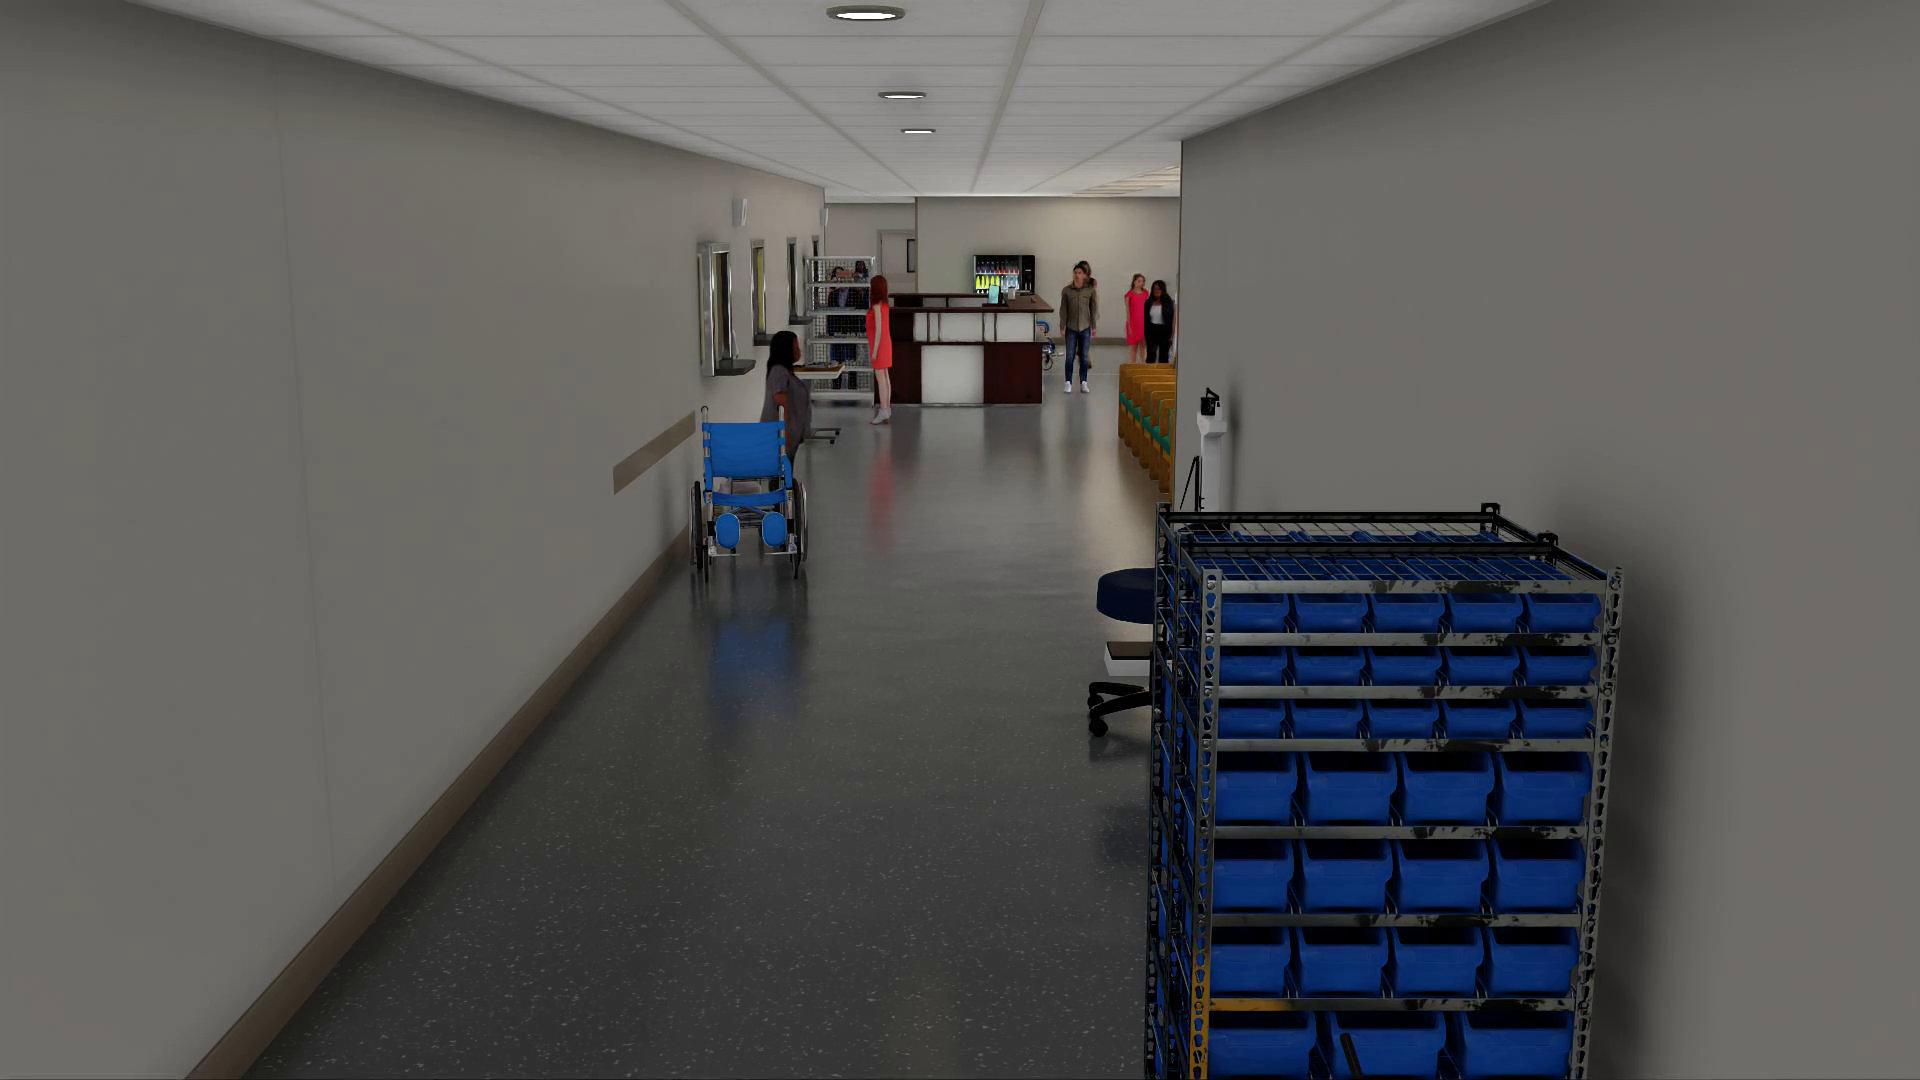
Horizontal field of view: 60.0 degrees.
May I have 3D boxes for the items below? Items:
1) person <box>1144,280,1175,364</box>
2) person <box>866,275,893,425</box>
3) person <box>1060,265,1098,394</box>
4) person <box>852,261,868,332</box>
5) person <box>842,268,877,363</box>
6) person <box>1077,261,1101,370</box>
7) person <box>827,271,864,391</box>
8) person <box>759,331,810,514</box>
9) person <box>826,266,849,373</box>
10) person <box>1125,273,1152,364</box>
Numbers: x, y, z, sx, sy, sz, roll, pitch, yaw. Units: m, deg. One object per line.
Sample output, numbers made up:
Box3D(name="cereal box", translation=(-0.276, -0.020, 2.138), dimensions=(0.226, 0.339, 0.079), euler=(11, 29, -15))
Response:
Box3D(name="person", translation=(3.050, -3.120, 25.284), dimensions=(1.105, 1.569, 0.870), euler=(3, 11, 14))
Box3D(name="person", translation=(-0.976, -2.356, 20.565), dimensions=(0.583, 1.827, 0.640), euler=(2, 11, 13))
Box3D(name="person", translation=(1.732, -3.094, 24.347), dimensions=(0.507, 1.867, 0.768), euler=(-1, 11, -3))
Box3D(name="person", translation=(-2.082, -5.022, 34.925), dimensions=(0.624, 1.712, 0.748), euler=(-6, 12, -28))
Box3D(name="person", translation=(-1.690, -3.769, 28.397), dimensions=(1.163, 1.684, 0.890), euler=(-5, 12, -24))
Box3D(name="person", translation=(2.115, -3.801, 28.251), dimensions=(1.099, 1.800, 0.786), euler=(-2, 11, -10))
Box3D(name="person", translation=(-1.657, -2.984, 23.956), dimensions=(0.579, 1.797, 0.778), euler=(2, 11, 9))
Box3D(name="person", translation=(-1.457, -0.880, 13.386), dimensions=(0.715, 1.604, 0.692), euler=(-2, 11, -11))
Box3D(name="person", translation=(-1.986, -3.636, 27.469), dimensions=(0.558, 1.769, 0.755), euler=(-2, 11, -12))
Box3D(name="person", translation=(2.787, -3.337, 26.167), dimensions=(0.997, 1.666, 0.705), euler=(-1, 11, -5))
